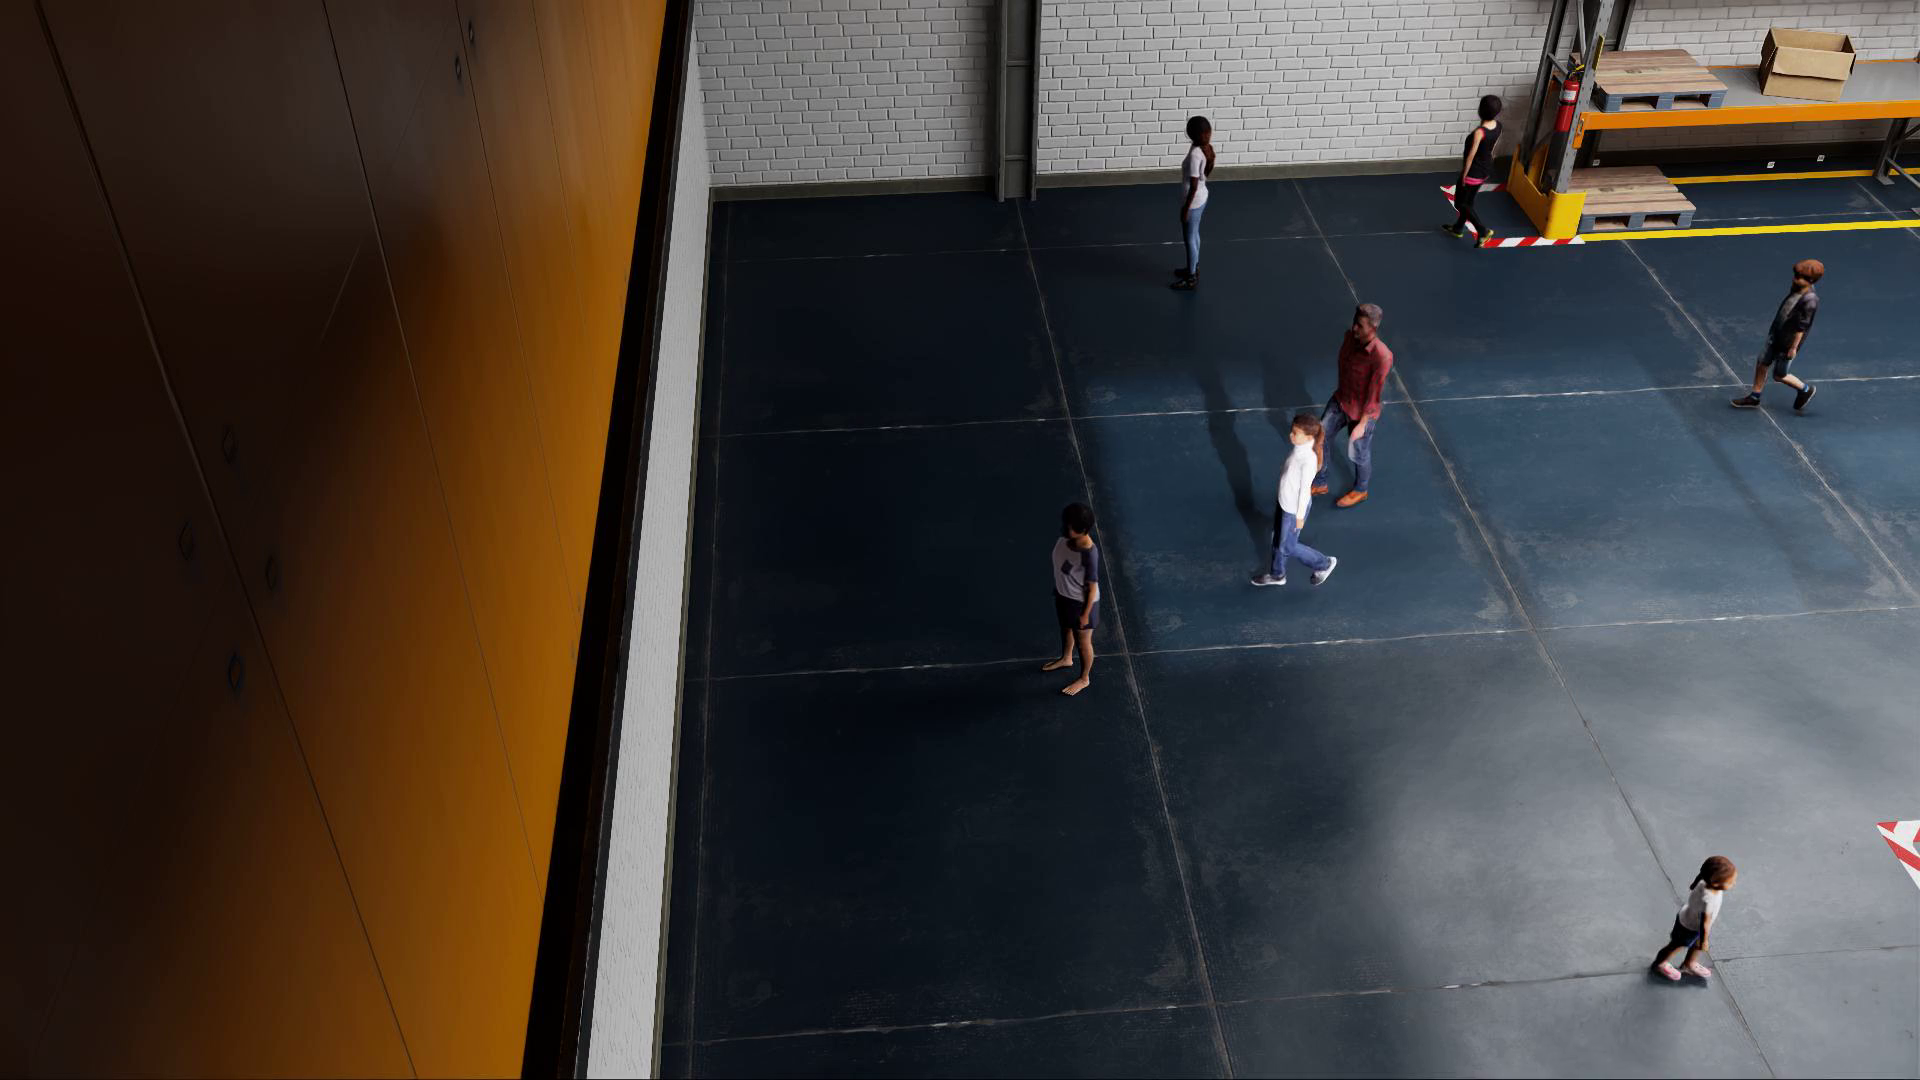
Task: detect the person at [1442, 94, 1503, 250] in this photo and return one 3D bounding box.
[{"bbox_3d":[5.075,-3.579,16.223,0.899,1.538,0.894,-27,46,-30],"label":"person"}]

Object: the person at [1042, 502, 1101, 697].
[{"bbox_3d":[0.787,0.362,11.264,0.627,1.567,0.629,-16,41,-19],"label":"person"}]

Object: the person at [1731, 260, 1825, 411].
[{"bbox_3d":[6.986,-1.688,13.942,0.859,1.429,0.583,1,39,1],"label":"person"}]

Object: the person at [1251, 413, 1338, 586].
[{"bbox_3d":[2.500,-0.264,12.069,0.797,1.542,0.506,-3,39,-4],"label":"person"}]

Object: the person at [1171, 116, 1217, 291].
[{"bbox_3d":[2.185,-3.156,15.547,0.644,1.721,0.658,11,40,14],"label":"person"}]

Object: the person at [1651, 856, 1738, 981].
[{"bbox_3d":[4.138,2.145,9.478,0.618,1.010,0.553,23,44,26],"label":"person"}]

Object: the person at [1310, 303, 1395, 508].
[{"bbox_3d":[3.128,-1.041,12.828,0.930,1.809,0.851,-17,42,-20],"label":"person"}]
